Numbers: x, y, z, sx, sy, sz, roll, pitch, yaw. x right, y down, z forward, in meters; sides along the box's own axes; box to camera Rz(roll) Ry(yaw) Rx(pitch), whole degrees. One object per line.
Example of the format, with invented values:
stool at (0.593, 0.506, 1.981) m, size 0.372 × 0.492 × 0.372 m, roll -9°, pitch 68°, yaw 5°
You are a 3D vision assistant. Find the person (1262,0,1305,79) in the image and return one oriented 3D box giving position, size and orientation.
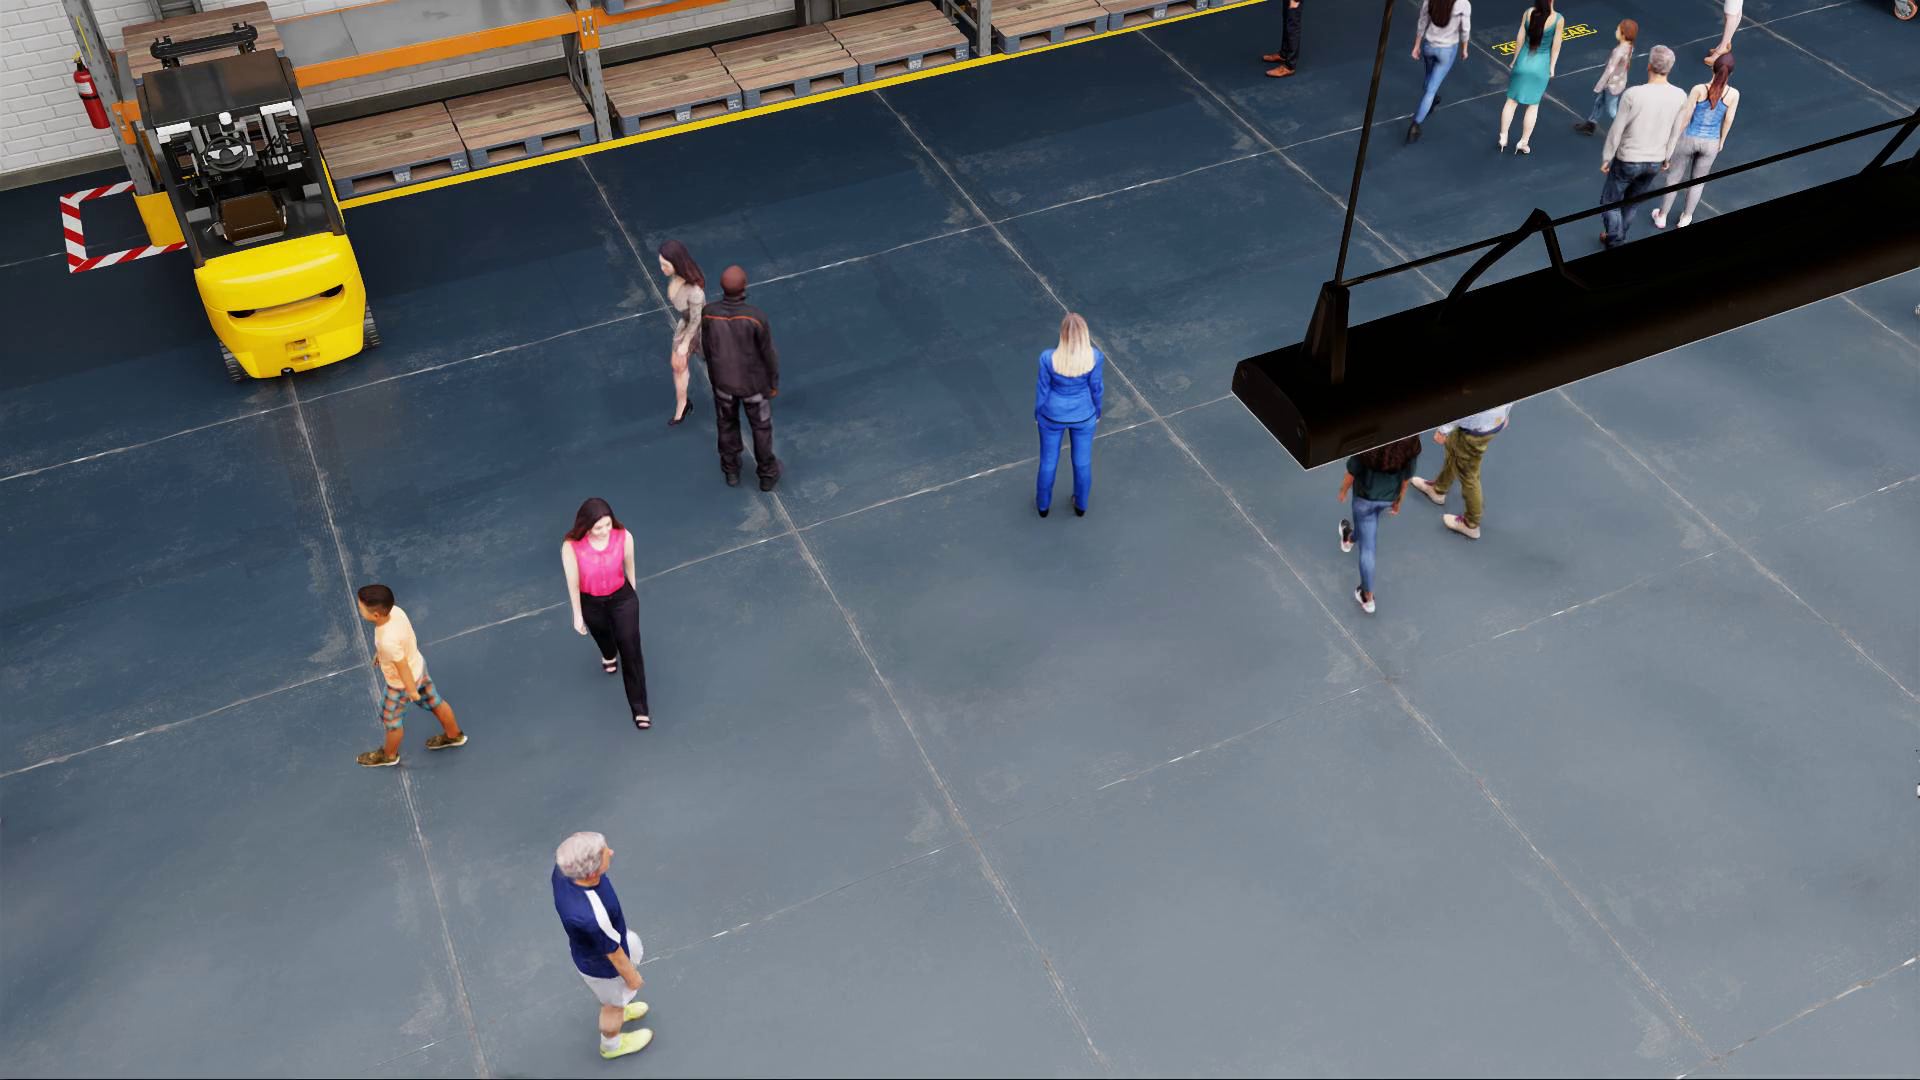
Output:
person at (3.274, -5.423, 16.221) m, size 0.747 × 1.799 × 0.770 m, roll 1°, pitch 44°, yaw 1°

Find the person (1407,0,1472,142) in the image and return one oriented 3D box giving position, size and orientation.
person at (4.391, -4.457, 15.363) m, size 0.912 × 1.584 × 1.134 m, roll 29°, pitch 51°, yaw 27°

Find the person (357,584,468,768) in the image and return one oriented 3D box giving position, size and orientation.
person at (-3.254, 0.787, 9.963) m, size 0.924 × 1.439 × 0.672 m, roll -6°, pitch 44°, yaw -6°

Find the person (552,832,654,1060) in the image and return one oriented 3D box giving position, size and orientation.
person at (-1.869, 2.076, 8.331) m, size 0.621 × 1.824 × 0.676 m, roll -22°, pitch 48°, yaw -21°

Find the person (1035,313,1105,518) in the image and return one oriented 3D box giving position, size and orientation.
person at (0.746, -0.844, 11.488) m, size 0.620 × 1.698 × 0.755 m, roll -1°, pitch 44°, yaw -1°

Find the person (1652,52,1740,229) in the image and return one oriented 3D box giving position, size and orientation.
person at (6.319, -3.410, 14.246) m, size 0.631 × 1.608 × 0.712 m, roll 9°, pitch 44°, yaw 9°

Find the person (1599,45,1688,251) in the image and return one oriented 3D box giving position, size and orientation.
person at (5.599, -3.069, 13.693) m, size 1.074 × 1.878 × 1.052 m, roll 0°, pitch 44°, yaw 0°

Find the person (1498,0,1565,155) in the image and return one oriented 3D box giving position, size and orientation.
person at (5.198, -4.298, 15.118) m, size 0.623 × 1.691 × 0.637 m, roll 24°, pitch 49°, yaw 23°

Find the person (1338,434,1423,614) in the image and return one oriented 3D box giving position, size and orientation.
person at (2.739, -0.223, 10.928) m, size 1.071 × 1.570 × 0.871 m, roll -5°, pitch 44°, yaw -5°

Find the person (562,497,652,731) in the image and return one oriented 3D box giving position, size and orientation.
person at (-2.216, 0.338, 10.315) m, size 1.088 × 1.605 × 0.769 m, roll -11°, pitch 45°, yaw -12°

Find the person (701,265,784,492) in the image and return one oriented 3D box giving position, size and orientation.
person at (-1.544, -1.122, 11.694) m, size 0.746 × 1.815 × 0.839 m, roll 8°, pitch 44°, yaw 8°

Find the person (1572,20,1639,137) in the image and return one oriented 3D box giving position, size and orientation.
person at (6.104, -4.211, 15.400) m, size 0.788 × 1.177 × 0.822 m, roll 24°, pitch 49°, yaw 23°
